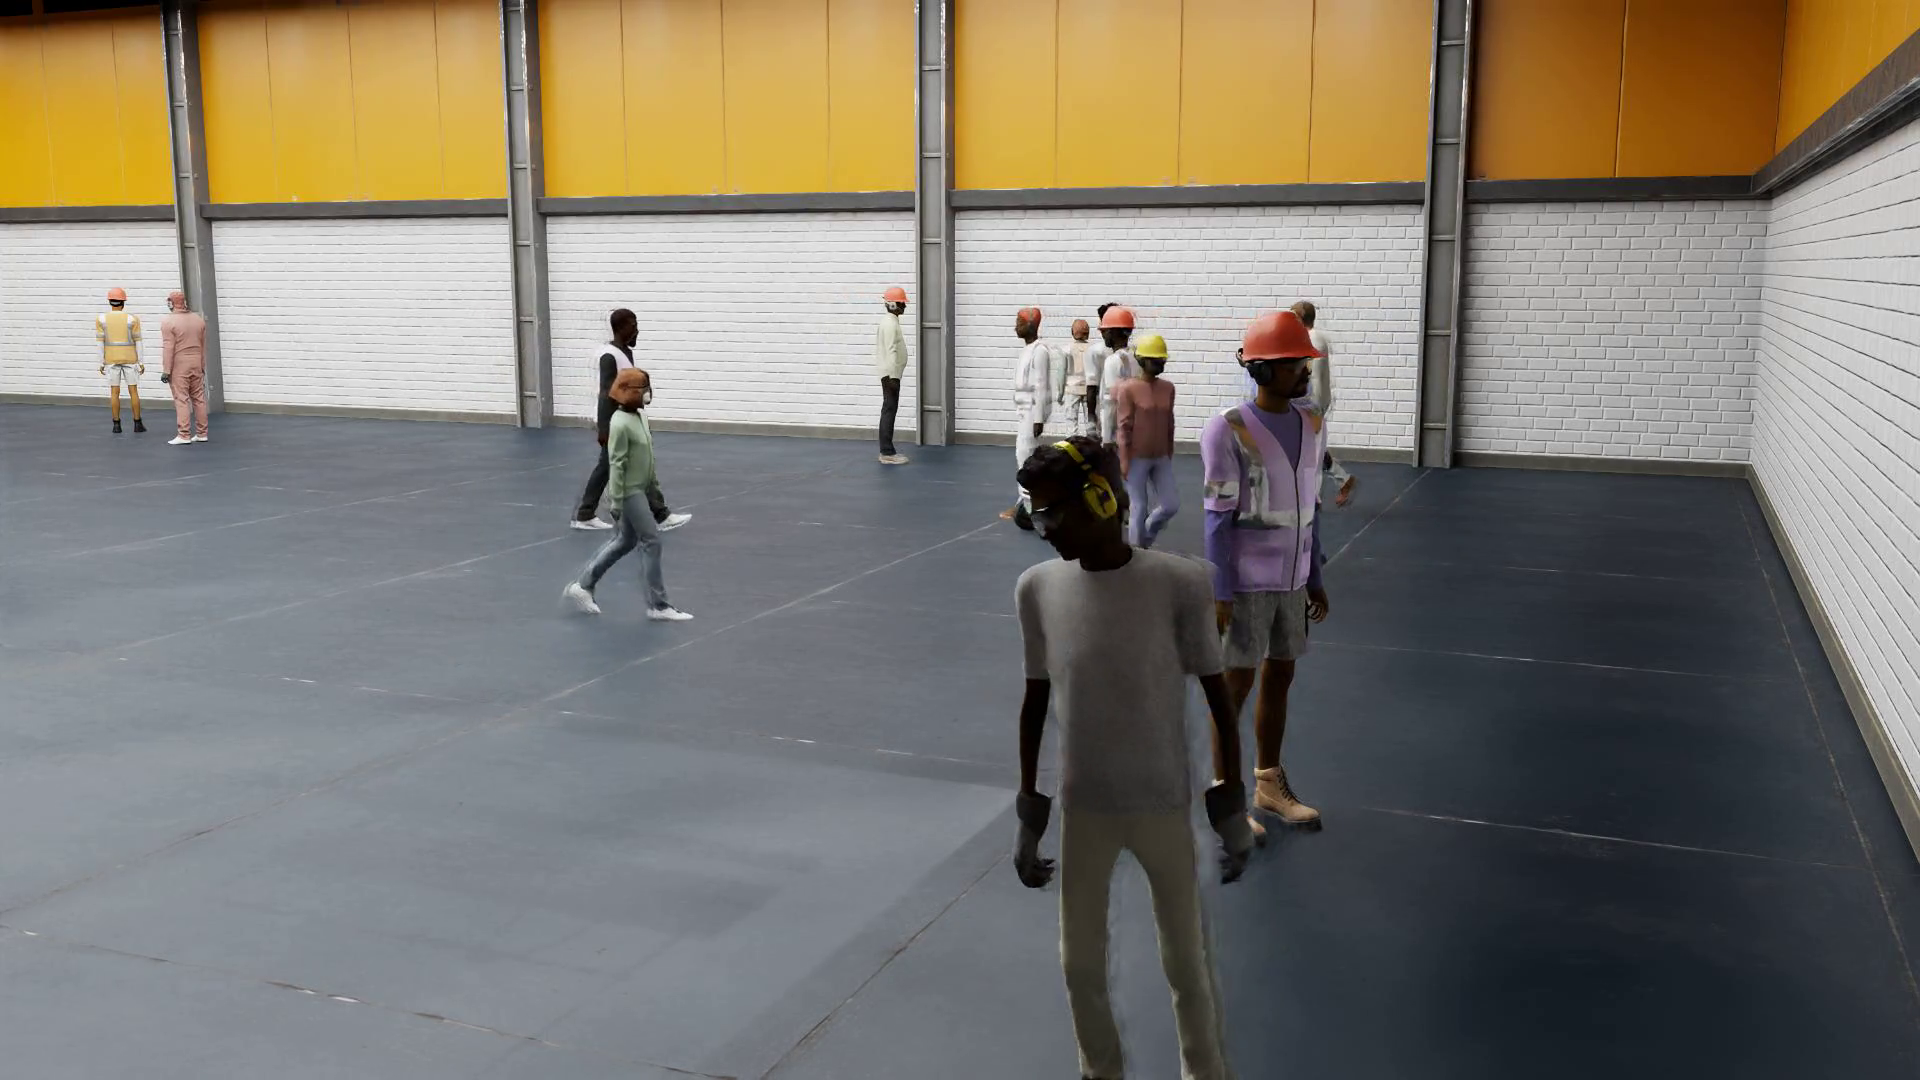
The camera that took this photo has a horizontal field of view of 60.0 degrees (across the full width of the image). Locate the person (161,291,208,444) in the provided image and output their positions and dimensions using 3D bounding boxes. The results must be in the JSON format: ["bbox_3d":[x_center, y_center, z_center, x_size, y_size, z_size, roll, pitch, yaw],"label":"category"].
[{"bbox_3d":[-9.691,-2.139,20.731,0.406,1.902,0.638,4,10,22],"label":"person"}]

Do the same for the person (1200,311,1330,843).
[{"bbox_3d":[1.205,0.141,6.465,0.607,2.048,0.367,-7,12,-36],"label":"person"}]

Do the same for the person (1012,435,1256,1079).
[{"bbox_3d":[0.487,0.663,4.002,0.736,1.829,0.325,2,10,14],"label":"person"}]

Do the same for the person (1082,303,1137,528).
[{"bbox_3d":[1.303,-1.062,14.203,0.636,1.904,1.017,-4,10,-21],"label":"person"}]

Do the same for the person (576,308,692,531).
[{"bbox_3d":[-2.777,-0.994,13.902,1.020,1.860,0.618,0,9,1],"label":"person"}]

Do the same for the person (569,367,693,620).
[{"bbox_3d":[-2.107,-0.291,10.428,0.783,1.606,0.501,1,9,3],"label":"person"}]

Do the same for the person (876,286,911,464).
[{"bbox_3d":[-0.749,-1.858,18.737,0.396,1.992,0.623,-1,9,-5],"label":"person"}]

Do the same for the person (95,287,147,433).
[{"bbox_3d":[-11.161,-2.389,22.135,0.551,1.934,0.373,-4,10,-21],"label":"person"}]

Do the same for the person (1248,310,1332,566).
[{"bbox_3d":[2.386,-0.677,11.869,0.893,1.887,0.586,-4,10,-21],"label":"person"}]

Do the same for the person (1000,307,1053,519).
[{"bbox_3d":[0.702,-1.110,14.609,0.660,1.870,0.587,-2,10,-11],"label":"person"}]

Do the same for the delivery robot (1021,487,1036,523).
[{"bbox_3d":[0.876,-0.375,13.820,0.707,0.478,0.477,-4,10,-23],"label":"delivery robot"}]

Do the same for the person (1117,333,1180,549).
[{"bbox_3d":[1.308,-0.573,11.698,0.528,1.758,0.406,-6,11,-31],"label":"person"}]

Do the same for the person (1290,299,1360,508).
[{"bbox_3d":[3.202,-1.175,14.811,0.608,1.922,0.660,1,9,8],"label":"person"}]

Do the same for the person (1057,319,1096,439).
[{"bbox_3d":[1.316,-1.593,18.209,0.514,1.641,0.309,-2,10,-11],"label":"person"}]

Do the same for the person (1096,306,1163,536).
[{"bbox_3d":[1.255,-0.821,12.684,0.553,1.918,0.558,5,10,26],"label":"person"}]
